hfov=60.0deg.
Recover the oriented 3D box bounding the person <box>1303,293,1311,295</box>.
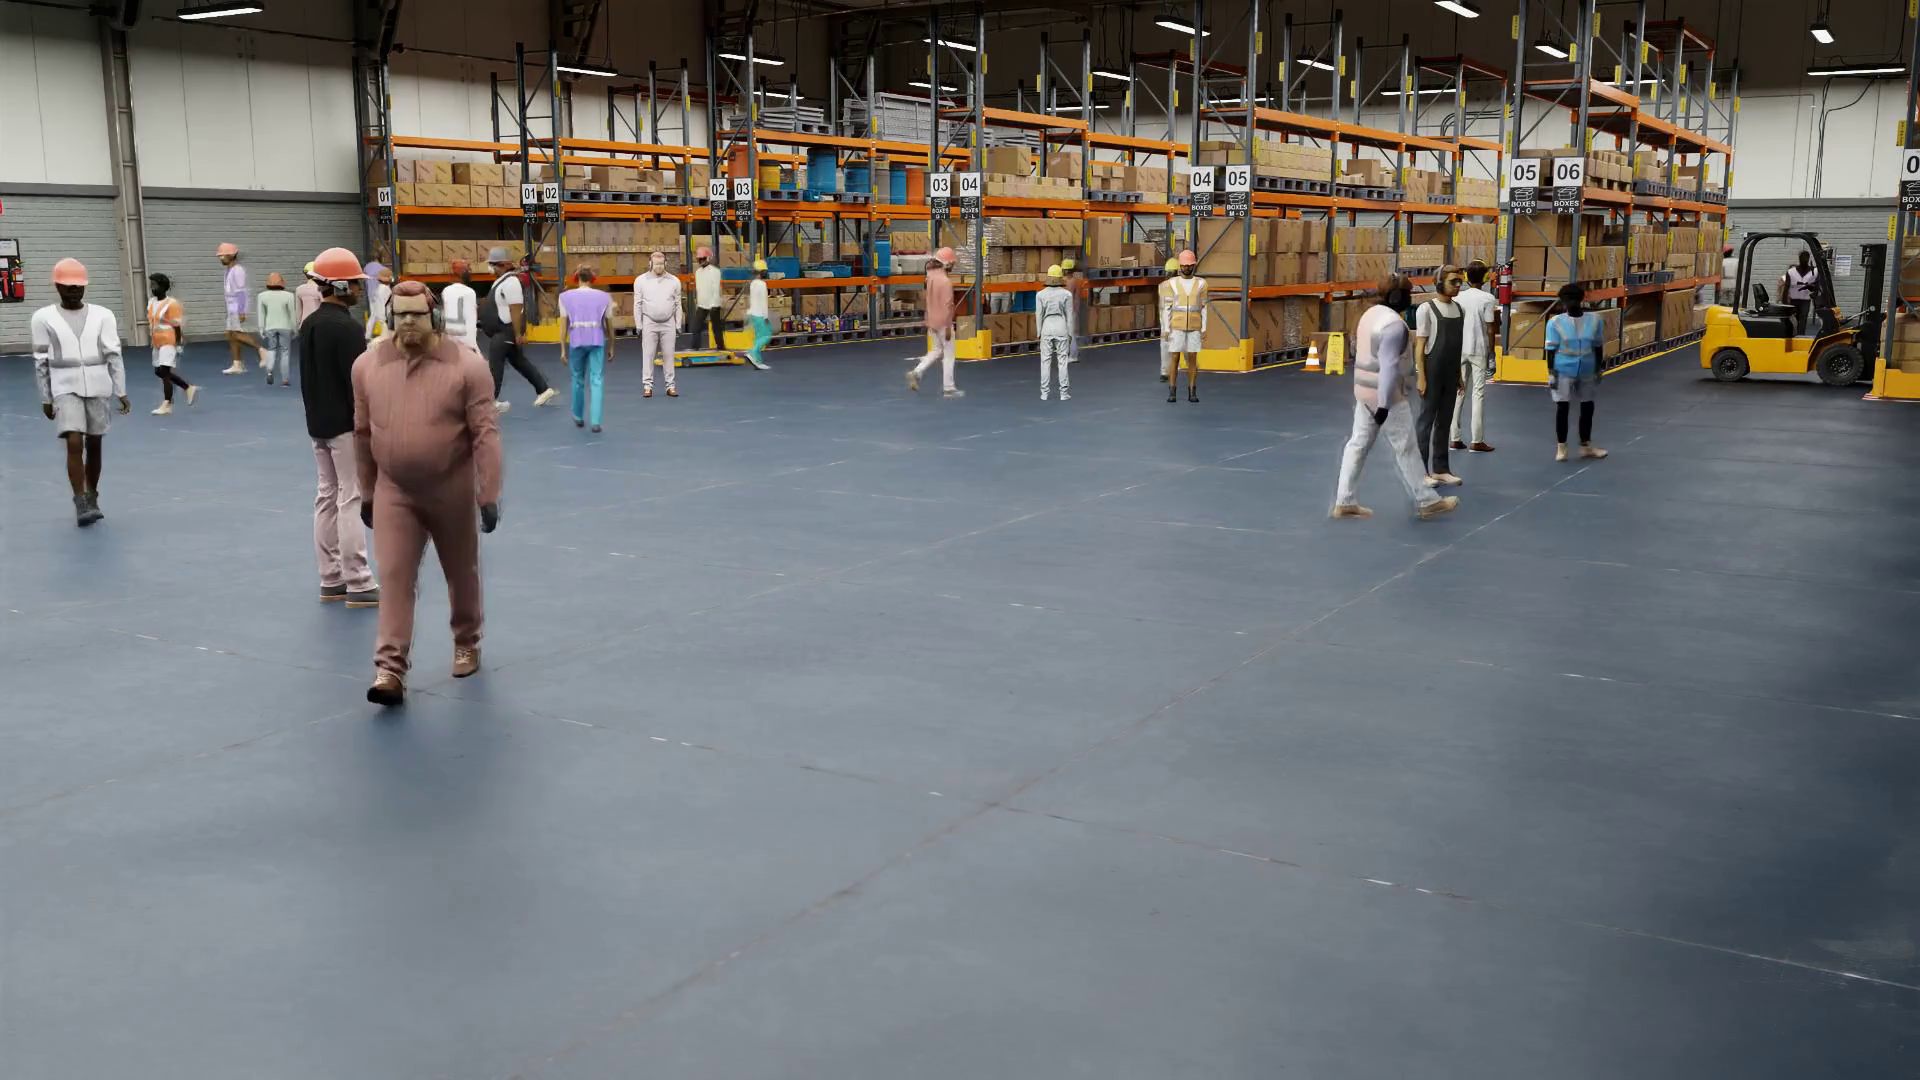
[{"bbox_3d":[9.181,-6.657,44.107,0.313,1.636,0.517,5,11,26],"label":"person"}]

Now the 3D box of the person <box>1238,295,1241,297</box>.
[{"bbox_3d":[5.950,-4.994,34.114,0.646,1.878,0.802,7,12,33],"label":"person"}]

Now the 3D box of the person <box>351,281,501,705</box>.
[{"bbox_3d":[-2.395,-0.221,7.451,0.678,1.848,1.012,-1,10,-3],"label":"person"}]

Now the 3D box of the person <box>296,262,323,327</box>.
[{"bbox_3d":[-8.991,-2.989,23.208,0.533,1.766,0.318,3,11,16],"label":"person"}]

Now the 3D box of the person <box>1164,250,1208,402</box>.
[{"bbox_3d":[2.878,-2.714,21.181,0.552,1.935,0.368,0,10,0],"label":"person"}]

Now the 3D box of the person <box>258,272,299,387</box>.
[{"bbox_3d":[-9.620,-2.963,23.481,0.506,1.622,0.377,-1,10,-5],"label":"person"}]

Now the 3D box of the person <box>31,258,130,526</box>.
[{"bbox_3d":[-6.304,-1.056,11.976,0.547,1.902,0.840,-8,13,-37],"label":"person"}]

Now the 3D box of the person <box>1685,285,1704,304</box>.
[{"bbox_3d":[16.934,-5.714,38.281,1.071,1.834,0.654,9,13,40],"label":"person"}]

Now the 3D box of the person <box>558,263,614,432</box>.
[{"bbox_3d":[-4.062,-2.096,18.114,0.585,1.793,0.963,-3,11,-17],"label":"person"}]

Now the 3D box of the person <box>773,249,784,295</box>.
[{"bbox_3d":[-4.679,-6.657,43.183,0.370,1.966,0.608,-10,14,-44],"label":"person"}]

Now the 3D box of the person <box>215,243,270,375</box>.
[{"bbox_3d":[-11.119,-3.571,25.729,0.637,2.026,0.635,-9,14,-41],"label":"person"}]

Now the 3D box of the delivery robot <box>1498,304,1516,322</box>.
[{"bbox_3d":[13.097,-5.491,40.342,0.707,0.478,0.477,-1,10,-9],"label":"delivery robot"}]

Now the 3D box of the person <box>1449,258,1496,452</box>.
[{"bbox_3d":[4.999,-1.792,16.193,0.327,1.877,0.516,-9,13,-40],"label":"person"}]

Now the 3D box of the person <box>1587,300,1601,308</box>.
[{"bbox_3d":[15.055,-5.943,39.372,0.634,1.899,0.601,5,11,27],"label":"person"}]

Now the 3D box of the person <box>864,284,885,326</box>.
[{"bbox_3d":[-2.018,-5.964,39.675,0.590,1.833,0.404,7,12,35],"label":"person"}]

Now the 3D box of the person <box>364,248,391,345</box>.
[{"bbox_3d":[-11.467,-4.771,32.764,0.651,1.948,0.504,7,12,34],"label":"person"}]

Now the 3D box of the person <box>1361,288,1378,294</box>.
[{"bbox_3d":[9.460,-5.675,37.941,0.591,1.876,0.982,6,12,32],"label":"person"}]

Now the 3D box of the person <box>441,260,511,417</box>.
[{"bbox_3d":[-5.656,-2.289,19.092,0.602,1.826,0.968,7,12,35],"label":"person"}]

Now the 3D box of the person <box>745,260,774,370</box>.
[{"bbox_3d":[-3.211,-3.587,26.565,0.417,1.751,0.550,-5,11,-28],"label":"person"}]

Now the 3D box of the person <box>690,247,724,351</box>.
[{"bbox_3d":[-4.289,-3.910,27.834,0.628,1.953,0.933,7,12,35],"label":"person"}]

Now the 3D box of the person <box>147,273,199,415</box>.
[{"bbox_3d":[-9.376,-2.338,19.760,0.533,1.678,0.607,7,12,33],"label":"person"}]

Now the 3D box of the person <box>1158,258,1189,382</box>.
[{"bbox_3d":[3.185,-3.233,24.447,0.582,1.812,0.742,6,12,29],"label":"person"}]

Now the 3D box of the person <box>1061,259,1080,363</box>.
[{"bbox_3d":[1.841,-3.880,28.208,0.382,1.748,0.558,0,10,2],"label":"person"}]

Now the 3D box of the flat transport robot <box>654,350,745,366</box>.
[{"bbox_3d":[-4.347,-3.019,27.556,1.431,0.197,0.652,-6,12,-30],"label":"flat transport robot"}]

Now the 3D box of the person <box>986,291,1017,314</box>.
[{"bbox_3d":[0.812,-4.816,32.979,0.630,1.933,0.356,0,10,2],"label":"person"}]

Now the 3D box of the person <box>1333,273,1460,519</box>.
[{"bbox_3d":[3.209,-1.041,12.200,0.944,1.797,0.630,-2,10,-9],"label":"person"}]

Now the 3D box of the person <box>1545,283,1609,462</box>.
[{"bbox_3d":[5.720,-1.545,15.405,0.669,1.657,0.406,0,10,-2],"label":"person"}]

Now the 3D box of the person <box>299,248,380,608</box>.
[{"bbox_3d":[-3.438,-0.620,9.289,0.611,1.996,0.387,10,14,43],"label":"person"}]

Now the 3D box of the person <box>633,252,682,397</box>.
[{"bbox_3d":[-3.974,-2.837,21.954,0.643,1.909,0.411,-4,11,-20],"label":"person"}]

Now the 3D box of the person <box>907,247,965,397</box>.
[{"bbox_3d":[-0.299,-2.848,21.831,0.675,1.971,0.623,-5,11,-28],"label":"person"}]

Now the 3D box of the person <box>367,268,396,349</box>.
[{"bbox_3d":[-9.622,-3.720,27.732,0.678,1.610,0.499,-1,10,-4],"label":"person"}]

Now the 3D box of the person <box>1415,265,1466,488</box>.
[{"bbox_3d":[4.004,-1.360,13.852,0.511,1.846,0.341,-6,12,-30],"label":"person"}]

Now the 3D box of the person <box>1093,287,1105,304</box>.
[{"bbox_3d":[3.856,-7.334,47.112,0.554,1.923,0.522,-8,13,-37],"label":"person"}]

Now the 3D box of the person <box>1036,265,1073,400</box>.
[{"bbox_3d":[1.225,-2.685,21.562,0.486,1.744,0.294,1,10,7],"label":"person"}]

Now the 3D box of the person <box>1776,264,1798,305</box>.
[{"bbox_3d":[17.752,-5.107,35.539,0.506,1.597,0.878,7,12,35],"label":"person"}]

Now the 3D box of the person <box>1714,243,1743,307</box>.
[{"bbox_3d":[17.607,-5.774,38.086,0.617,2.022,0.618,1,10,4],"label":"person"}]

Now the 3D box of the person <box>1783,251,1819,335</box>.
[{"bbox_3d":[16.227,-4.631,32.116,0.601,1.878,1.015,6,12,29],"label":"person"}]

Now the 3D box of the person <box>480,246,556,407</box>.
[{"bbox_3d":[-5.486,-2.624,20.390,0.994,2.000,0.681,-4,11,-20],"label":"person"}]
